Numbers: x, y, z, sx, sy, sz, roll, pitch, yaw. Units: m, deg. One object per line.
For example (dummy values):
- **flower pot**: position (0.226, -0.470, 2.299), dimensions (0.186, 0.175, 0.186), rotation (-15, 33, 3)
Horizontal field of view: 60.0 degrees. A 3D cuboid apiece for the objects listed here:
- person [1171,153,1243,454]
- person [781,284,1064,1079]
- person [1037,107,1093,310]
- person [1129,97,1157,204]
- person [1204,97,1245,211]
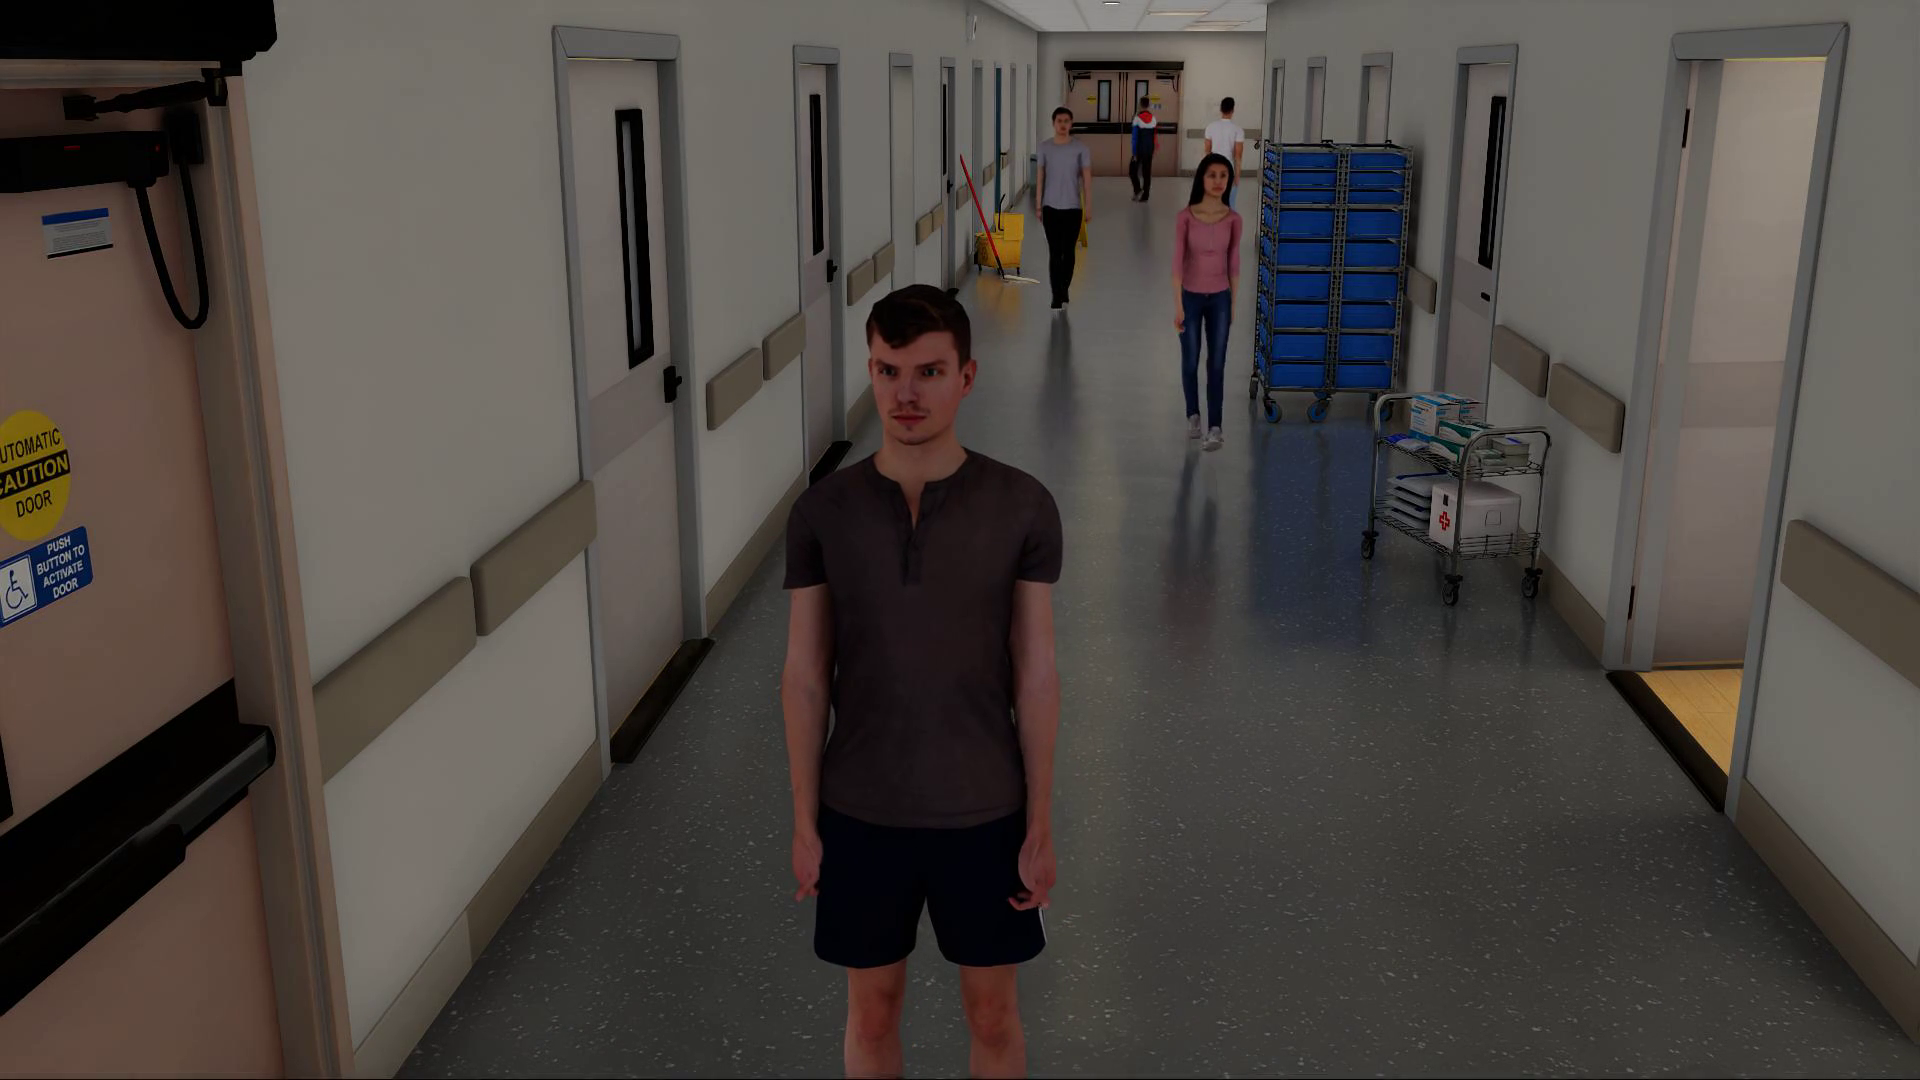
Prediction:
- **person**: position (1.420, -1.381, 9.811), dimensions (0.593, 1.693, 1.137), rotation (1, 16, 2)
- **person**: position (-0.054, 0.478, 2.942), dimensions (0.631, 1.842, 0.512), rotation (1, 16, 4)
- **person**: position (0.972, -3.083, 15.614), dimensions (0.675, 1.821, 1.164), rotation (1, 16, 5)
- **person**: position (3.145, -6.581, 28.162), dimensions (0.735, 1.743, 0.743), rotation (-6, 17, -20)
- **person**: position (3.400, -4.800, 21.659), dimensions (0.808, 1.845, 1.052), rotation (5, 17, 18)
